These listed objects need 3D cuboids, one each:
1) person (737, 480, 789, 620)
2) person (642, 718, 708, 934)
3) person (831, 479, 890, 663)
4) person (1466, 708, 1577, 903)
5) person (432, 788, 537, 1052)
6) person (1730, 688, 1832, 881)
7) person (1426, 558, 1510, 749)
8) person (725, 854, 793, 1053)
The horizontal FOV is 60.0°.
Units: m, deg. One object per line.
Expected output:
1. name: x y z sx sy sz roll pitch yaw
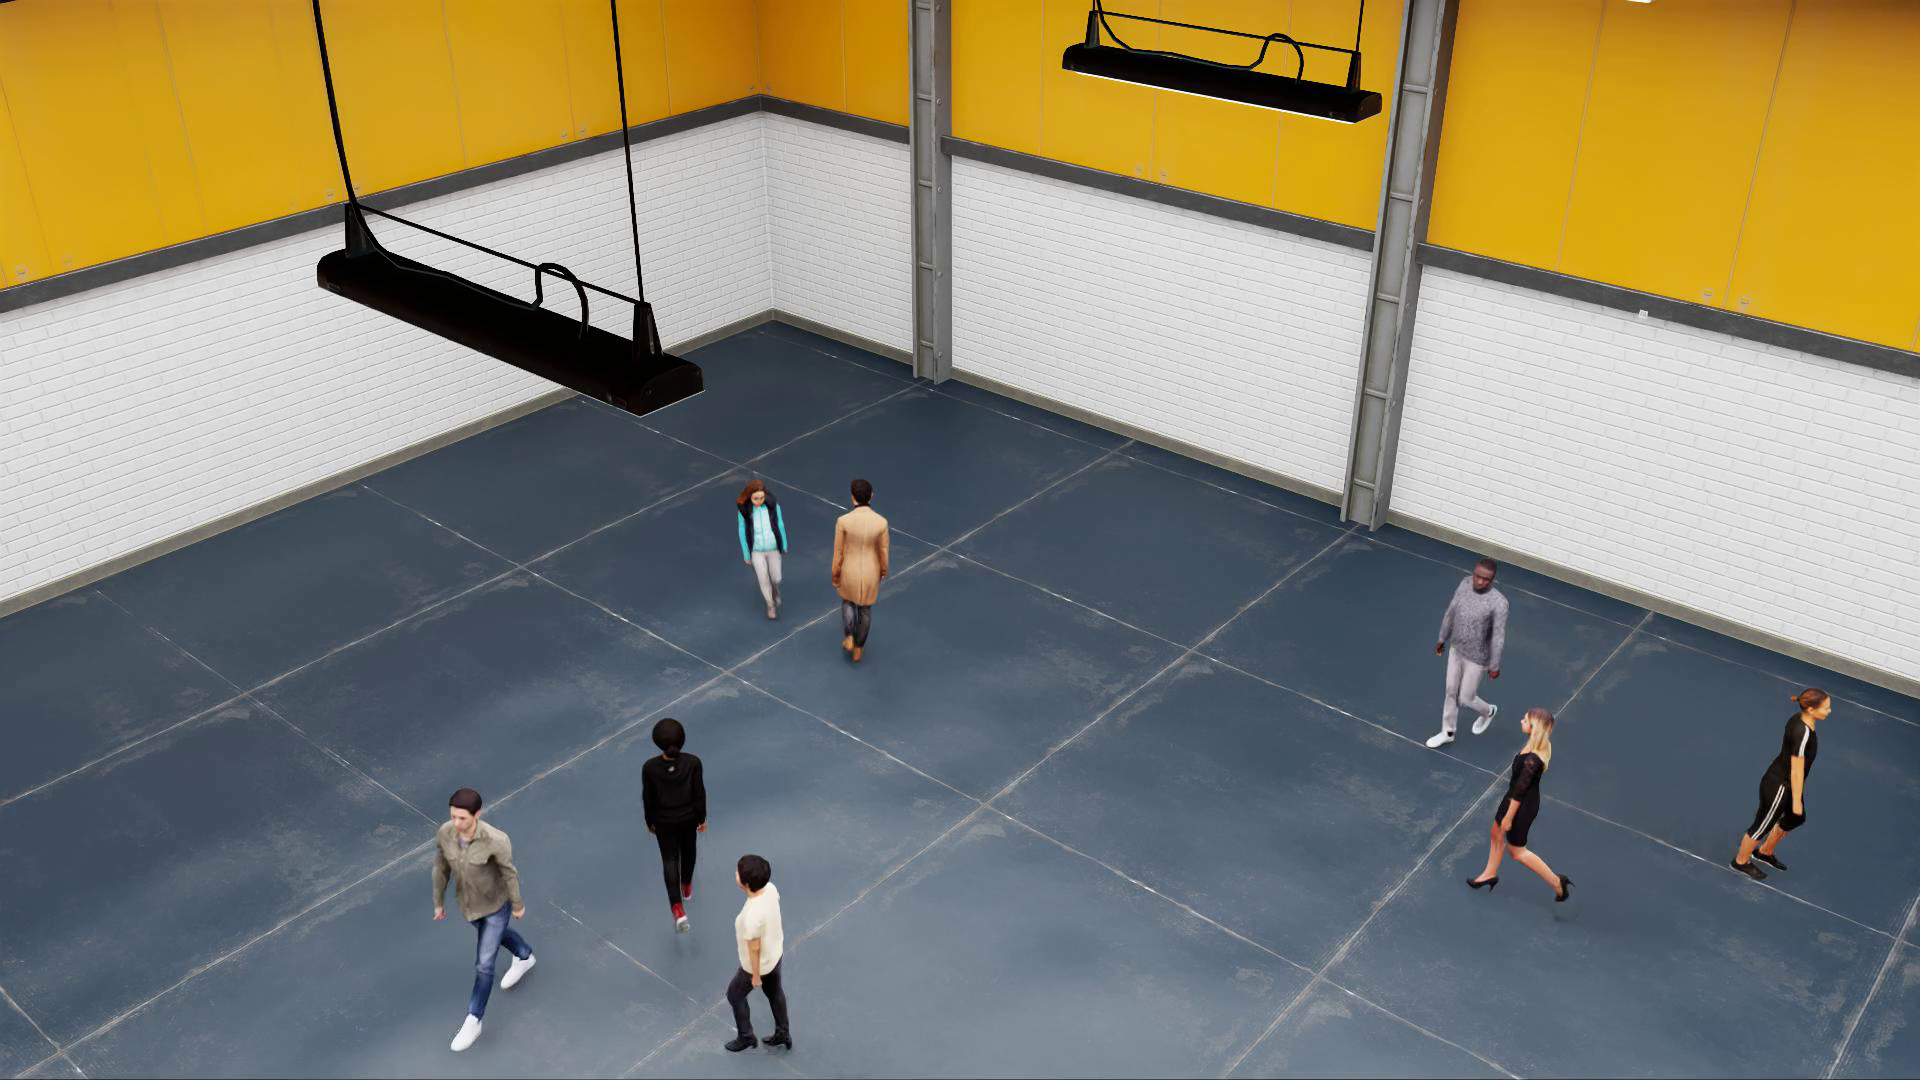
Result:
1. person: -1.840 0.032 15.545 0.762 1.477 0.820 -8 30 -15
2. person: -1.995 2.006 11.738 0.976 1.657 1.095 -6 29 -11
3. person: -0.884 0.327 14.773 0.828 1.698 0.889 -4 29 -8
4. person: 4.072 1.947 11.849 1.032 1.655 0.770 11 30 19
5. person: -3.080 2.343 10.961 1.234 1.810 1.045 12 31 21
6. person: 5.940 1.764 12.186 0.627 1.652 0.597 19 34 31
7. person: 4.240 0.916 13.561 0.997 1.825 0.951 -11 30 -19
8. person: -1.206 2.678 10.593 0.773 1.573 0.720 8 30 14
